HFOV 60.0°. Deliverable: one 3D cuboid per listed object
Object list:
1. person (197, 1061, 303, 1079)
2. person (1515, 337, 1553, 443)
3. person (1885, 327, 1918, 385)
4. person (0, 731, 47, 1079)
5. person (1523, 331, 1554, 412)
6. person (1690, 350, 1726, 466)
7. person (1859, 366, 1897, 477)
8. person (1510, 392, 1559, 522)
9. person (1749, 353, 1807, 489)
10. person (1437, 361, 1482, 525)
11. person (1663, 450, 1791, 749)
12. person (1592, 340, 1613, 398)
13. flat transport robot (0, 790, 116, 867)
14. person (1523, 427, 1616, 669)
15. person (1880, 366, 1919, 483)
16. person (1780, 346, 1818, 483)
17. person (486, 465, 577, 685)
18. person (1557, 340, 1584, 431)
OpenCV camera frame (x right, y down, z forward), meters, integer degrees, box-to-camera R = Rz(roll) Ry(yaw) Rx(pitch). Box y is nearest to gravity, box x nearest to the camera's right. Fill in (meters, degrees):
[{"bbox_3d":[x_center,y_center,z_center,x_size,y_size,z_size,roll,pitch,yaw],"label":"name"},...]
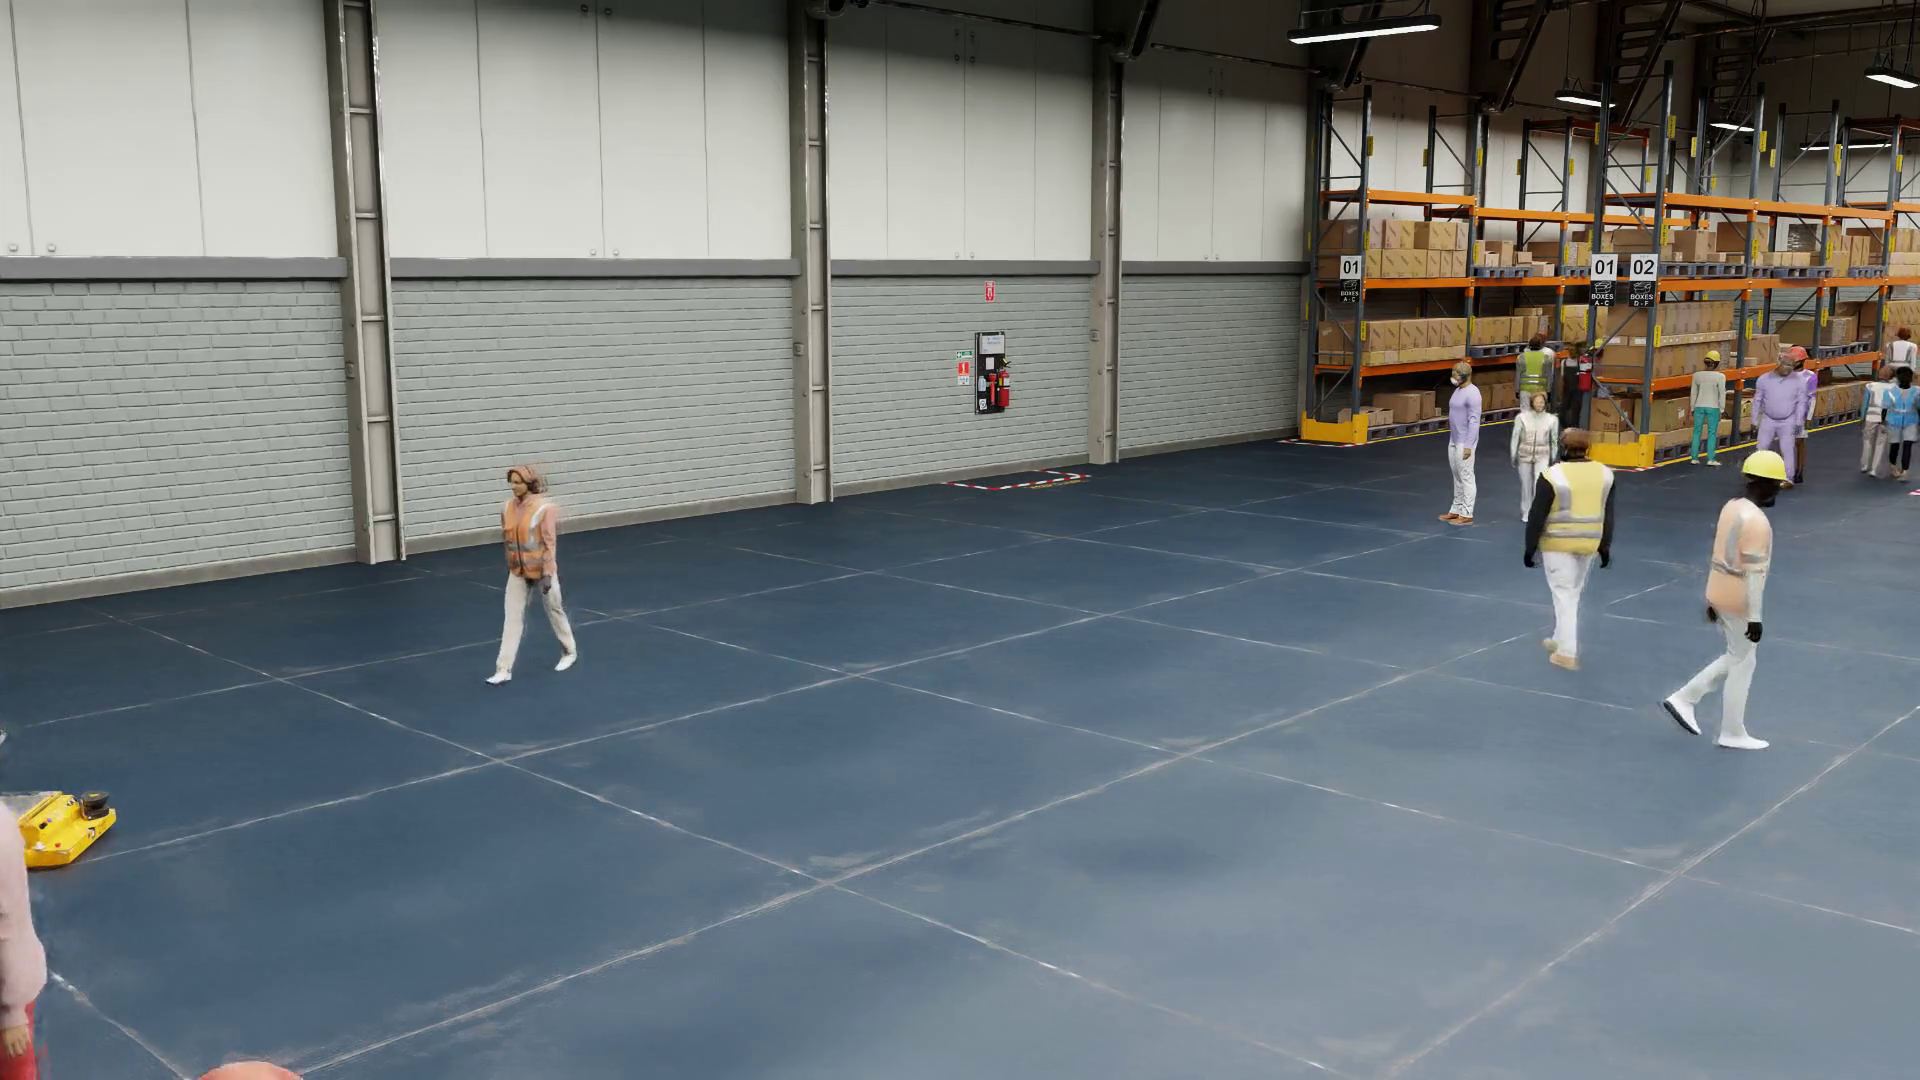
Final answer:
[{"bbox_3d":[-0.919,1.671,2.449,0.626,1.933,1.043,-1,9,-7],"label":"person"},{"bbox_3d":[9.910,-2.588,28.746,0.625,1.841,0.429,3,10,20],"label":"person"},{"bbox_3d":[18.816,-3.329,33.264,0.580,1.839,0.956,8,12,40],"label":"person"},{"bbox_3d":[-2.954,1.350,4.994,0.446,1.749,0.555,-6,11,-33],"label":"person"},{"bbox_3d":[10.656,-2.927,30.722,0.598,1.865,0.461,8,12,40],"label":"person"},{"bbox_3d":[11.458,-2.014,25.467,0.328,1.767,0.532,-8,12,-40],"label":"person"},{"bbox_3d":[13.401,-1.733,24.234,0.530,1.596,0.823,5,10,26],"label":"person"},{"bbox_3d":[6.734,-0.949,19.530,0.529,1.594,0.888,4,10,20],"label":"person"},{"bbox_3d":[11.221,-1.632,22.824,0.672,1.886,0.408,5,11,29],"label":"person"},{"bbox_3d":[5.921,-1.138,19.618,0.371,1.933,0.627,-1,9,-3],"label":"person"},{"bbox_3d":[4.866,0.379,10.460,0.565,1.903,0.597,2,9,10],"label":"person"},{"bbox_3d":[11.534,-2.760,30.161,0.552,1.715,0.917,6,11,31],"label":"person"},{"bbox_3d":[-5.229,1.503,8.575,1.431,0.197,0.652,-1,9,-8],"label":"flat transport robot"},{"bbox_3d":[4.596,0.040,12.773,0.654,1.819,0.756,-2,10,-14],"label":"person"},{"bbox_3d":[13.439,-1.668,23.719,0.569,1.653,0.809,5,11,28],"label":"person"},{"bbox_3d":[11.753,-1.763,23.446,0.373,1.928,0.543,-6,11,-32],"label":"person"},{"bbox_3d":[-3.160,0.233,12.284,0.548,1.594,0.866,4,10,25],"label":"person"},{"bbox_3d":[10.217,-2.418,27.742,0.394,1.825,0.519,-9,13,-43],"label":"person"}]
